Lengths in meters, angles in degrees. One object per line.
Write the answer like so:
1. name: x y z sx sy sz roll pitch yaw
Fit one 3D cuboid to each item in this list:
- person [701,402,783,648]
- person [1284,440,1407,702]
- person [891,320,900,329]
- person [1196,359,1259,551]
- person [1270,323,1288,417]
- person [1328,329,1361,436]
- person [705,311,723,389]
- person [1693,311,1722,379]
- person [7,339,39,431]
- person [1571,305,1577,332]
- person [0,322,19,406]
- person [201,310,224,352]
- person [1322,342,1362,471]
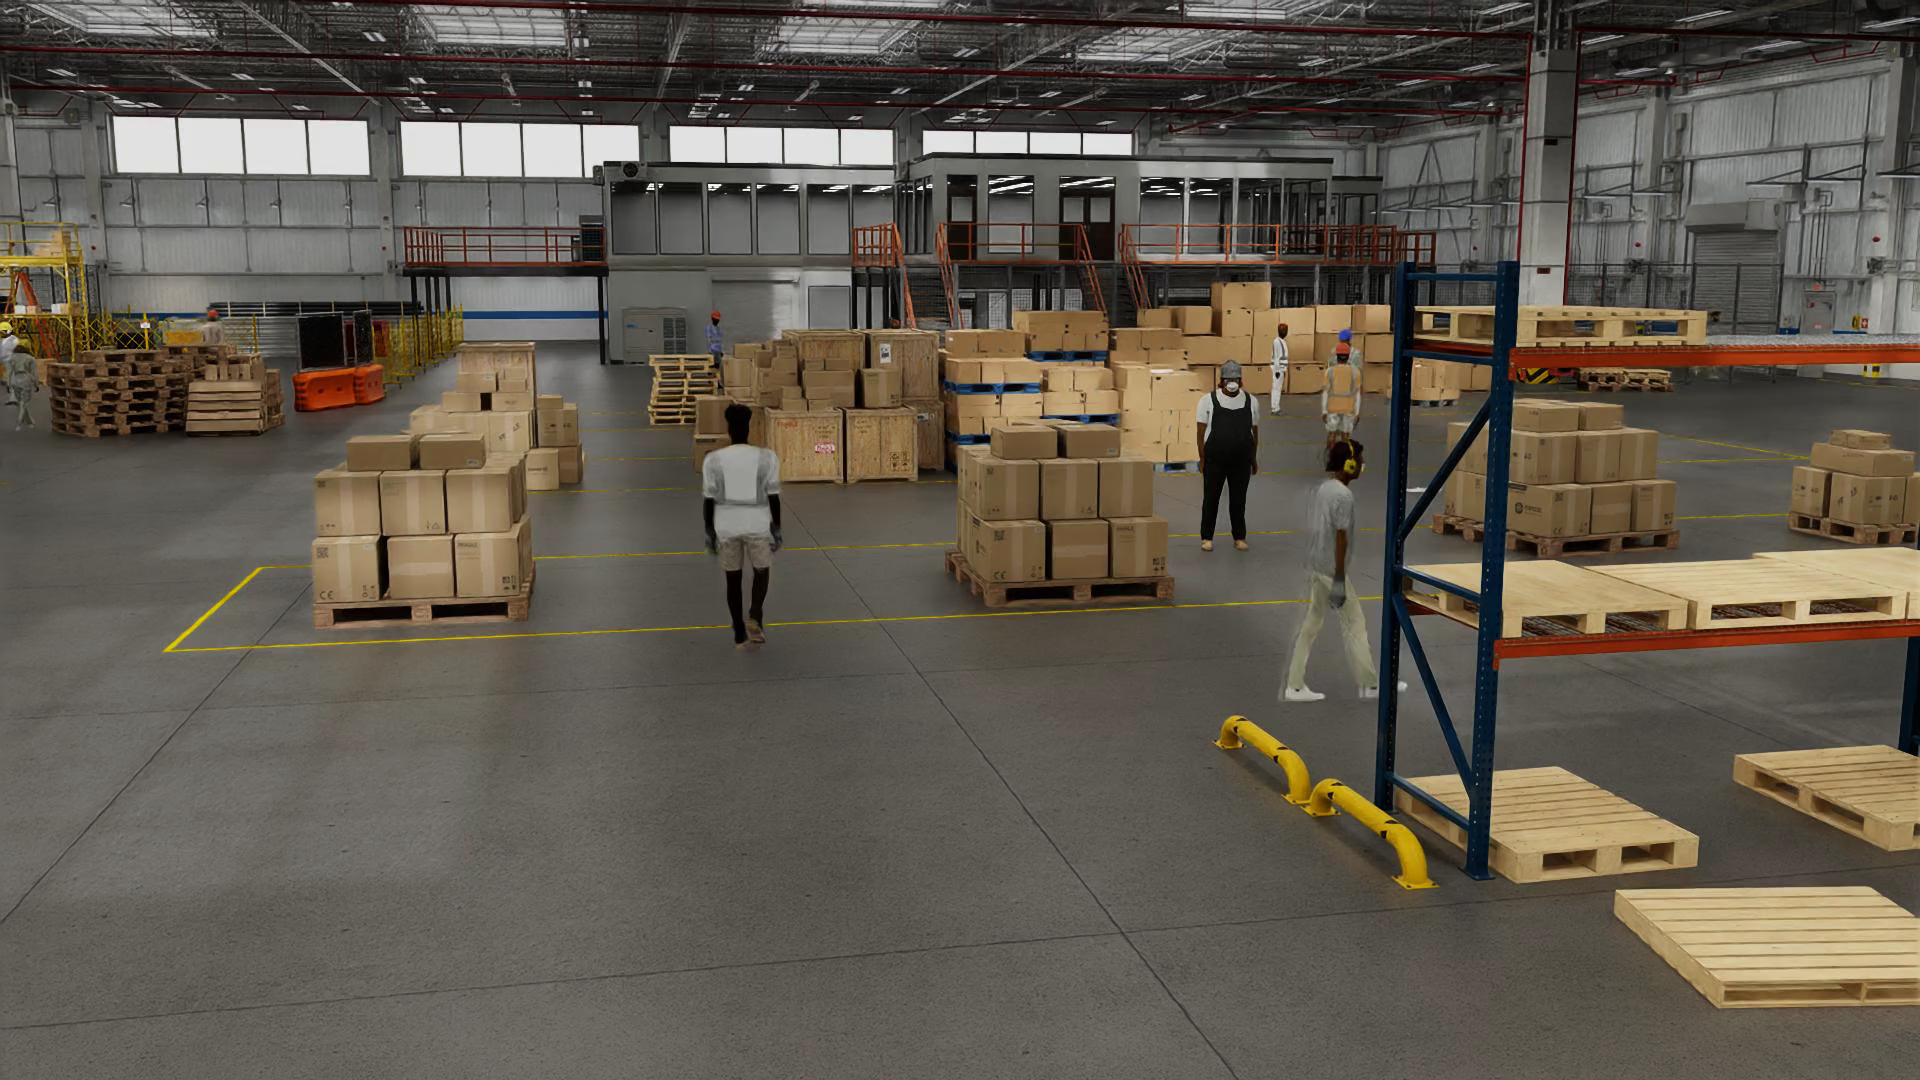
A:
1. person: -1.709 -0.105 13.063 0.630 1.955 0.426 -1 9 -5
2. person: 2.676 0.227 11.446 0.930 1.826 0.576 -2 10 -12
3. person: -1.419 -3.962 36.951 0.999 1.825 0.583 9 13 43
4. person: 2.849 -0.889 17.596 0.673 2.000 0.535 -1 9 -4
5. person: 6.471 -3.441 33.631 0.362 1.883 0.576 4 10 22
6. person: 6.931 -2.841 29.903 0.940 1.913 0.606 -8 12 -39
7. person: -6.025 -4.682 41.037 0.373 1.933 0.549 5 11 28
8. person: 20.321 -5.295 45.090 0.523 1.843 0.786 -8 12 -40
9. person: -17.311 -2.864 30.725 0.502 1.682 0.930 -2 9 -9
10. person: 19.413 -6.570 52.985 0.630 1.798 0.944 -4 10 -22
11. person: -20.595 -3.807 36.058 0.595 1.824 0.404 6 11 33
12. person: -18.617 -4.752 41.439 0.630 1.951 1.009 1 9 4
13. person: 5.547 -1.906 24.181 0.551 1.918 0.410 2 10 13
